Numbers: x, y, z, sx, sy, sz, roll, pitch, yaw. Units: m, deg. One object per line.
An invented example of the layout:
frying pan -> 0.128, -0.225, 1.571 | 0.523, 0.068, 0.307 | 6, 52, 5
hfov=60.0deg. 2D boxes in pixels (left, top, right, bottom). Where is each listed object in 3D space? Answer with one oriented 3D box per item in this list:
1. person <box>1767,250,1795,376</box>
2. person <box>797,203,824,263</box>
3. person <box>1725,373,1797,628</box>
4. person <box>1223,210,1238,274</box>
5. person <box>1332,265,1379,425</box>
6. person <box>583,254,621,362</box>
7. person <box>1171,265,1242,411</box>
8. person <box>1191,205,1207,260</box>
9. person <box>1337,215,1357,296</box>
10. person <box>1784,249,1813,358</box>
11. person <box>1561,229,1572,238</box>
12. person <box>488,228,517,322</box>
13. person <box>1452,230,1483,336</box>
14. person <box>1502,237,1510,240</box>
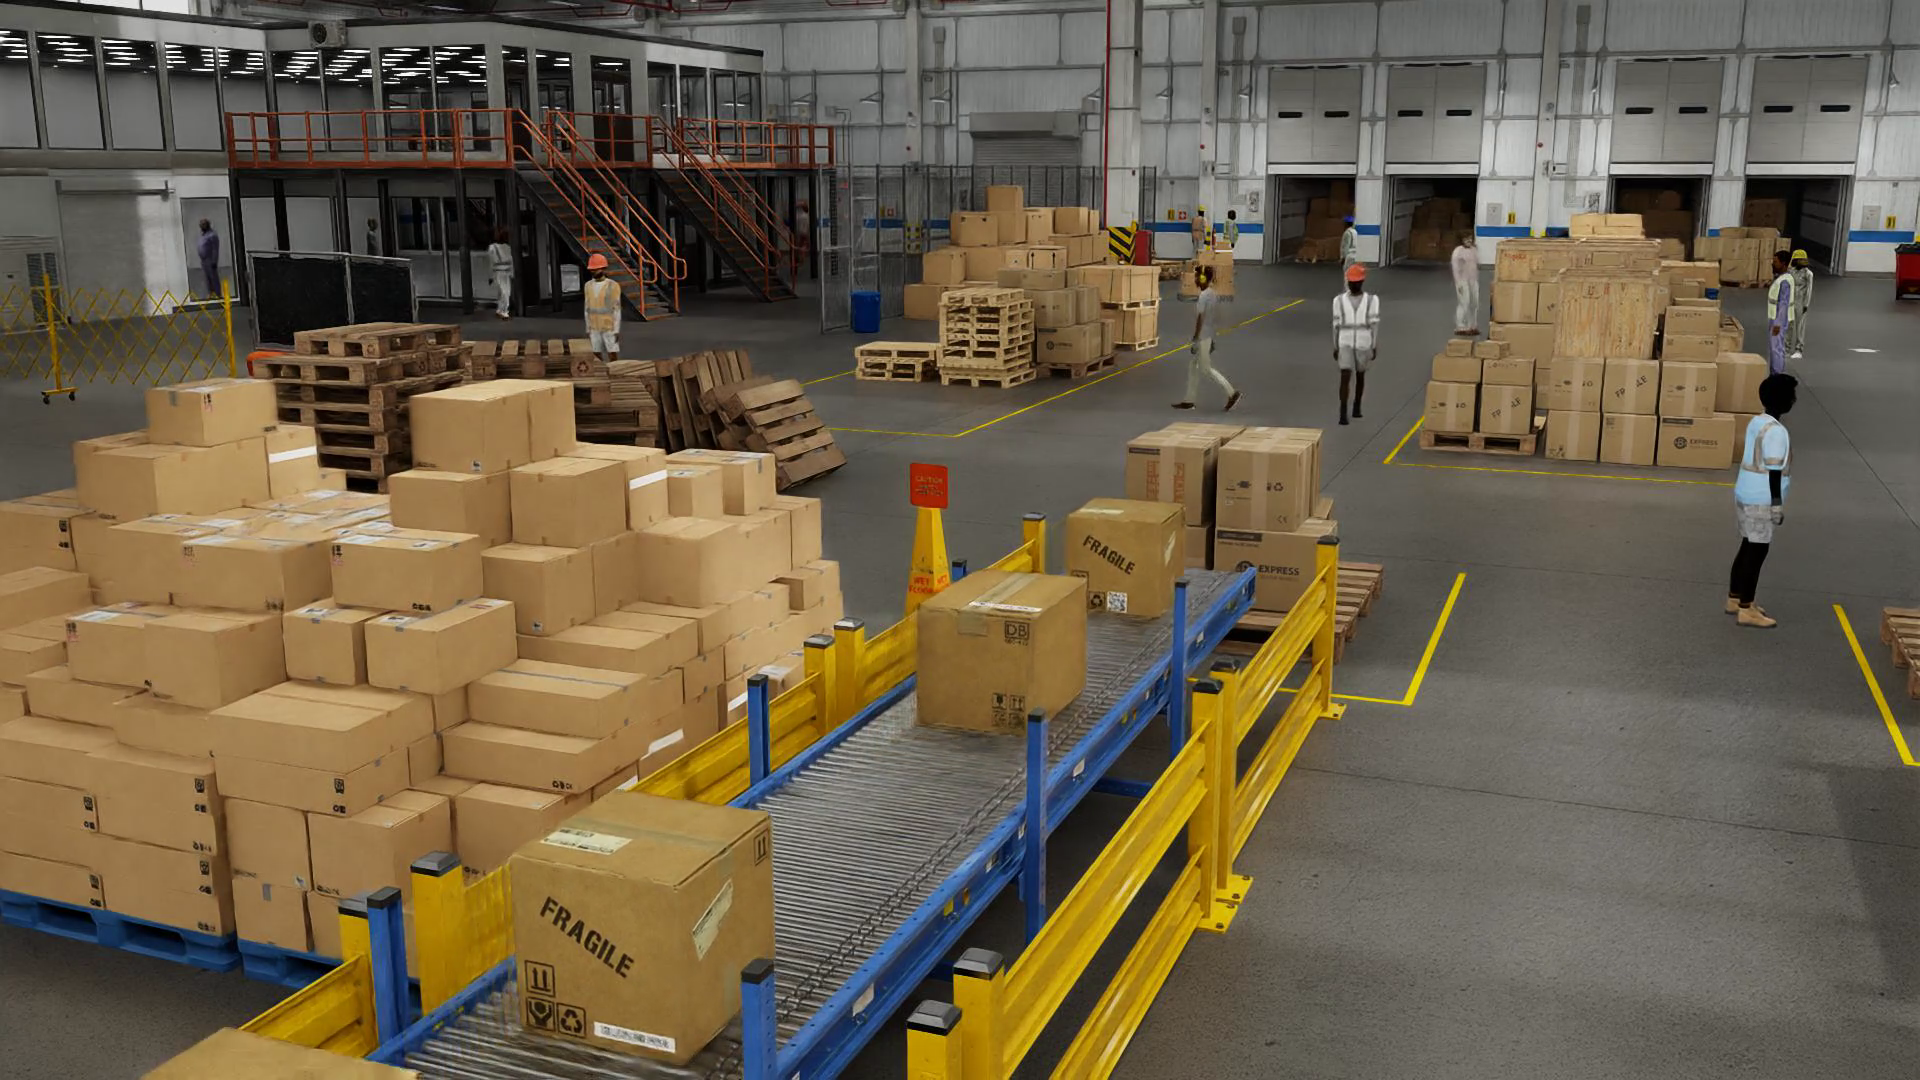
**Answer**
person -> 11.253, -3.011, 22.869 | 0.392, 1.919, 0.592 | 4, 13, 18
person -> -4.902, -9.905, 53.715 | 1.012, 1.937, 0.624 | 1, 13, 3
person -> 5.351, -0.270, 11.097 | 0.320, 1.693, 0.537 | 3, 13, 12
person -> 7.880, -8.662, 48.391 | 0.429, 1.844, 0.627 | -1, 13, -5
person -> 4.757, -2.370, 20.051 | 0.545, 1.901, 0.943 | 3, 13, 14
person -> -4.717, -2.797, 21.896 | 0.541, 1.929, 0.392 | 5, 13, 20
person -> 3.136, -2.537, 20.934 | 0.852, 1.847, 0.522 | 3, 13, 15
person -> 7.339, -9.279, 50.984 | 0.402, 1.918, 0.591 | -11, 17, -40
person -> 9.199, -6.721, 39.444 | 0.391, 1.948, 0.605 | 7, 15, 30
person -> 13.479, -3.811, 26.852 | 0.308, 1.743, 0.494 | -5, 13, -21
person -> 12.458, -5.523, 34.445 | 0.631, 1.802, 0.979 | -5, 13, -20
person -> -9.064, -5.251, 33.037 | 0.444, 1.859, 0.618 | 6, 14, 25
person -> 9.272, -4.678, 30.349 | 0.655, 1.933, 0.433 | -8, 15, -31
person -> 9.660, -4.433, 29.430 | 0.411, 1.833, 0.540 | -1, 13, -3
